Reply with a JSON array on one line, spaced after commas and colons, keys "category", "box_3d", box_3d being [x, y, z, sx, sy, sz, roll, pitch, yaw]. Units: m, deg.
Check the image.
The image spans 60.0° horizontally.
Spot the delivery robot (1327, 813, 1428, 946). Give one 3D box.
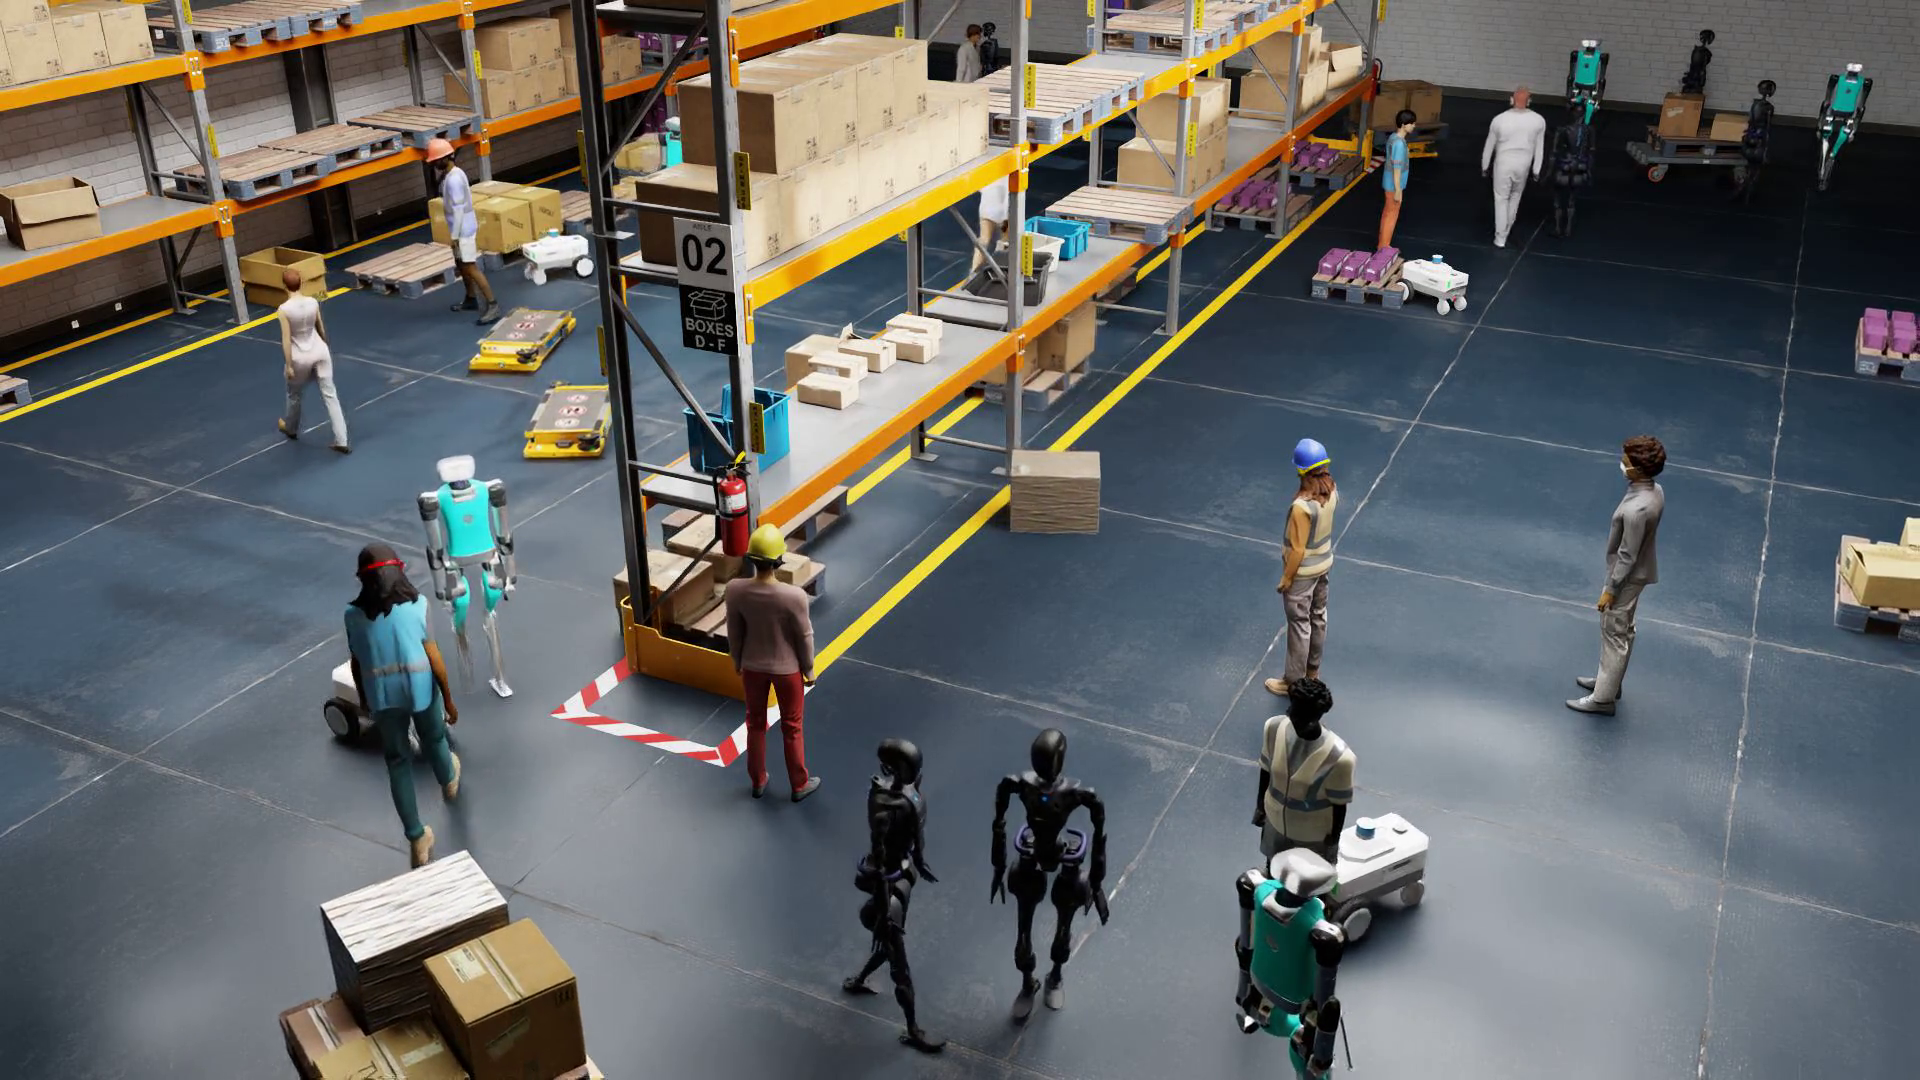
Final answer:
[{"category": "delivery robot", "box_3d": [2.132, 1.757, 8.896, 0.773, 0.586, 0.499, -14, 30, -27]}]

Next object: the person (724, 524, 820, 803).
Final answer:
[{"category": "person", "box_3d": [-1.083, 0.721, 9.634, 0.521, 1.768, 0.310, 6, 27, 13]}]

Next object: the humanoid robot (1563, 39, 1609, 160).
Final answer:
[{"category": "humanoid robot", "box_3d": [9.051, -6.388, 24.044, 0.530, 1.746, 1.001, 14, 30, 26]}]

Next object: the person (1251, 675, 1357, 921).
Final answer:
[{"category": "person", "box_3d": [1.698, 1.413, 8.323, 0.535, 1.692, 0.319, 23, 34, 38]}]

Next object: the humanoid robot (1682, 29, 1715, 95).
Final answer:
[{"category": "humanoid robot", "box_3d": [10.949, -6.808, 24.935, 0.441, 1.644, 0.614, 2, 26, 3]}]

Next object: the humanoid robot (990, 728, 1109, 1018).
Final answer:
[{"category": "humanoid robot", "box_3d": [0.439, 1.588, 7.992, 0.599, 1.649, 0.389, 7, 27, 14]}]

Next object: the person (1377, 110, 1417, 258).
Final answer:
[{"category": "person", "box_3d": [5.117, -4.157, 19.499, 0.338, 1.759, 0.501, 4, 27, 8]}]

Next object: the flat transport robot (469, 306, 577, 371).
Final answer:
[{"category": "flat transport robot", "box_3d": [-4.430, -2.050, 16.919, 0.659, 0.231, 1.431, 2, 26, 5]}]

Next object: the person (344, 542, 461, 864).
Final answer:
[{"category": "person", "box_3d": [-3.103, 0.821, 9.353, 0.541, 1.821, 0.955, -6, 27, -11]}]

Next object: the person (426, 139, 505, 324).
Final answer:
[{"category": "person", "box_3d": [-5.212, -3.251, 17.508, 0.573, 1.903, 0.789, -8, 28, -17]}]

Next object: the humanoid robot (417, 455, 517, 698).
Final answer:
[{"category": "humanoid robot", "box_3d": [-3.145, 0.240, 10.692, 0.547, 1.832, 0.709, -12, 29, -22]}]

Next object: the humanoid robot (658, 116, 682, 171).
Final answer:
[{"category": "humanoid robot", "box_3d": [-3.345, -3.827, 18.914, 0.560, 1.817, 0.925, 12, 29, 23]}]

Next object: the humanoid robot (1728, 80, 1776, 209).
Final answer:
[{"category": "humanoid robot", "box_3d": [10.315, -5.110, 21.507, 0.340, 1.642, 0.616, 0, 26, 1]}]

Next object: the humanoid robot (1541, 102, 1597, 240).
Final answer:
[{"category": "humanoid robot", "box_3d": [7.421, -4.501, 20.288, 0.612, 1.657, 0.340, -2, 26, -5]}]

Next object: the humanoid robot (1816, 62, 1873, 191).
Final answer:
[{"category": "humanoid robot", "box_3d": [11.889, -5.611, 22.513, 0.551, 1.765, 1.040, 12, 29, 22]}]

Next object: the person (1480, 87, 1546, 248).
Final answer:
[{"category": "person", "box_3d": [6.646, -4.541, 20.138, 0.677, 1.868, 0.905, 2, 26, 5]}]

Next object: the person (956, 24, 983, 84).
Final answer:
[{"category": "person", "box_3d": [0.068, -6.749, 24.707, 0.844, 1.791, 0.526, 14, 30, 27]}]

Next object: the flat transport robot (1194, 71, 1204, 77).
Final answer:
[{"category": "flat transport robot", "box_3d": [3.315, -7.586, 28.101, 1.431, 0.231, 0.659, 21, 33, 36]}]

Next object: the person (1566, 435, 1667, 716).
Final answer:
[{"category": "person", "box_3d": [4.193, 0.230, 10.479, 0.396, 1.898, 0.527, 16, 30, 29]}]

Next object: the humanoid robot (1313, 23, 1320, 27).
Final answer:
[{"category": "humanoid robot", "box_3d": [4.962, -6.819, 24.861, 0.722, 1.756, 0.530, 6, 27, 12]}]

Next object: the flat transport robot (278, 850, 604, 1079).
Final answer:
[{"category": "flat transport robot", "box_3d": [-2.428, 2.562, 7.603, 1.431, 0.231, 0.659, -18, 32, -32]}]

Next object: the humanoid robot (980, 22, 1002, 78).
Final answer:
[{"category": "humanoid robot", "box_3d": [0.452, -7.062, 25.441, 0.315, 1.657, 0.599, 13, 29, 25]}]

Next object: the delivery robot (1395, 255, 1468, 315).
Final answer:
[{"category": "delivery robot", "box_3d": [5.153, -2.803, 18.135, 0.499, 0.611, 0.809, -16, 31, -29]}]

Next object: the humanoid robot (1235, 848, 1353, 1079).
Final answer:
[{"category": "humanoid robot", "box_3d": [1.516, 2.037, 7.108, 0.735, 1.872, 0.539, -19, 32, -33]}]

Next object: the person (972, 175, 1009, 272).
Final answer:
[{"category": "person", "box_3d": [0.410, -3.666, 18.595, 0.566, 1.666, 0.969, 19, 32, 34]}]

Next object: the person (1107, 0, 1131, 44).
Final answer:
[{"category": "person", "box_3d": [2.725, -9.023, 29.131, 0.544, 1.930, 0.400, 18, 31, 32]}]

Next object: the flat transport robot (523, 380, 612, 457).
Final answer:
[{"category": "flat transport robot", "box_3d": [-3.474, -1.095, 14.990, 0.659, 0.231, 1.431, -1, 26, -2]}]

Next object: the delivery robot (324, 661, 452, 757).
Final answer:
[{"category": "delivery robot", "box_3d": [-3.604, 0.992, 10.470, 0.805, 0.612, 0.499, 15, 30, 28]}]

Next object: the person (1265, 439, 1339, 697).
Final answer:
[{"category": "person", "box_3d": [2.213, 0.183, 10.714, 0.322, 1.772, 0.468, 22, 34, 37]}]

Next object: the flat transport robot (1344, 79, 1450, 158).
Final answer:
[{"category": "flat transport robot", "box_3d": [6.459, -5.921, 24.738, 0.659, 0.231, 1.431, -7, 27, -13]}]

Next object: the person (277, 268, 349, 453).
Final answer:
[{"category": "person", "box_3d": [-5.700, -1.575, 14.430, 0.888, 1.604, 0.446, 21, 33, 36]}]

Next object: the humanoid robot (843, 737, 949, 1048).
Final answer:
[{"category": "humanoid robot", "box_3d": [-0.321, 1.637, 7.944, 0.617, 1.643, 0.589, 8, 27, 15]}]

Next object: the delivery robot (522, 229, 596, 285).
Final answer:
[{"category": "delivery robot", "box_3d": [-4.610, -3.259, 19.033, 0.793, 0.590, 0.499, -17, 31, -31]}]
